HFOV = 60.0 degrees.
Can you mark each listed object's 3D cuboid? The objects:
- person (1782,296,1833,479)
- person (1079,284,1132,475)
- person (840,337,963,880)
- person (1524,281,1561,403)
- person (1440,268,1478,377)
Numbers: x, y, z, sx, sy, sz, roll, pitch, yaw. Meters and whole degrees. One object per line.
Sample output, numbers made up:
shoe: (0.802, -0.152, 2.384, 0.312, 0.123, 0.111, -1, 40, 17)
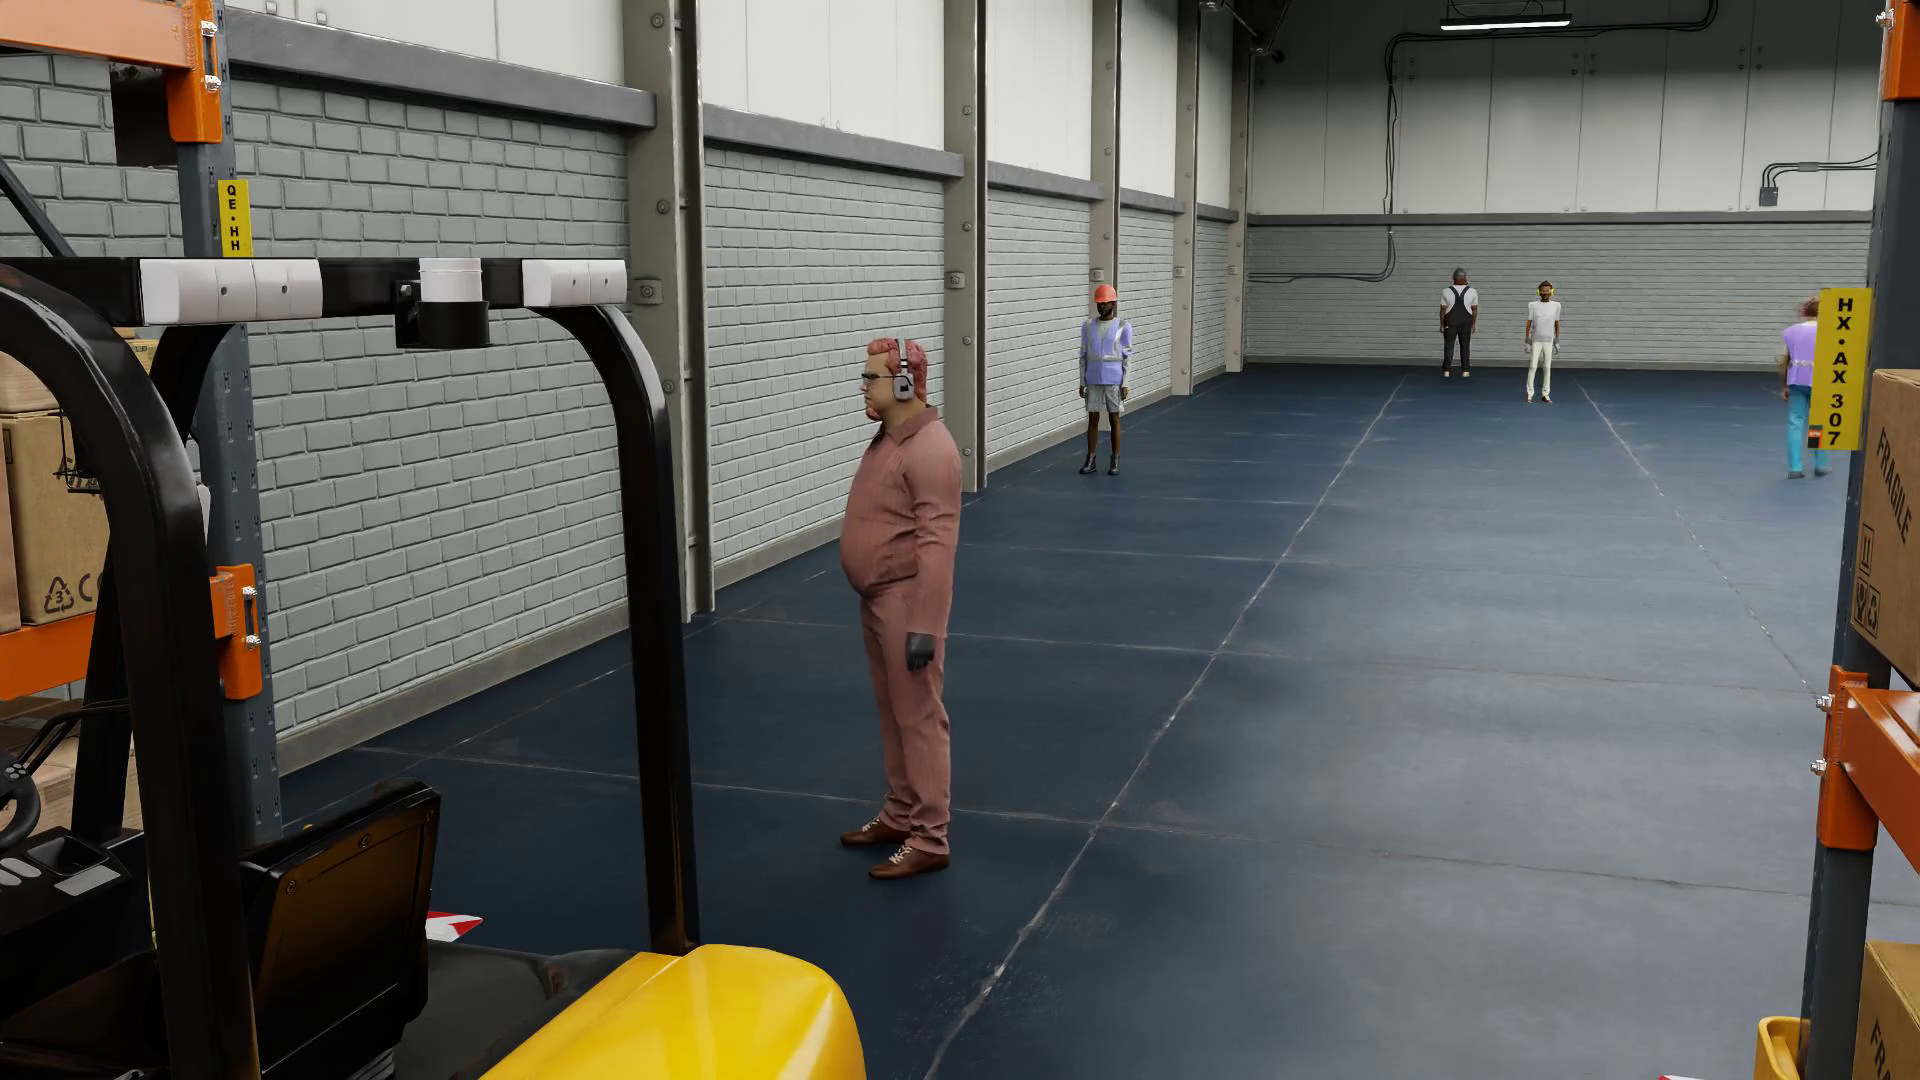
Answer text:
person: (8.583, -1.532, 16.705, 0.791, 1.815, 0.603, -9, 13, -43)
person: (1.467, -1.624, 16.919, 0.544, 1.939, 0.354, 3, 10, 18)
person: (-0.226, 0.237, 5.928, 0.408, 1.907, 0.651, -3, 10, -18)
person: (8.950, -3.031, 25.517, 0.560, 1.872, 0.336, 1, 10, 8)
person: (9.368, -4.093, 31.314, 0.688, 2.000, 0.539, 2, 10, 12)
